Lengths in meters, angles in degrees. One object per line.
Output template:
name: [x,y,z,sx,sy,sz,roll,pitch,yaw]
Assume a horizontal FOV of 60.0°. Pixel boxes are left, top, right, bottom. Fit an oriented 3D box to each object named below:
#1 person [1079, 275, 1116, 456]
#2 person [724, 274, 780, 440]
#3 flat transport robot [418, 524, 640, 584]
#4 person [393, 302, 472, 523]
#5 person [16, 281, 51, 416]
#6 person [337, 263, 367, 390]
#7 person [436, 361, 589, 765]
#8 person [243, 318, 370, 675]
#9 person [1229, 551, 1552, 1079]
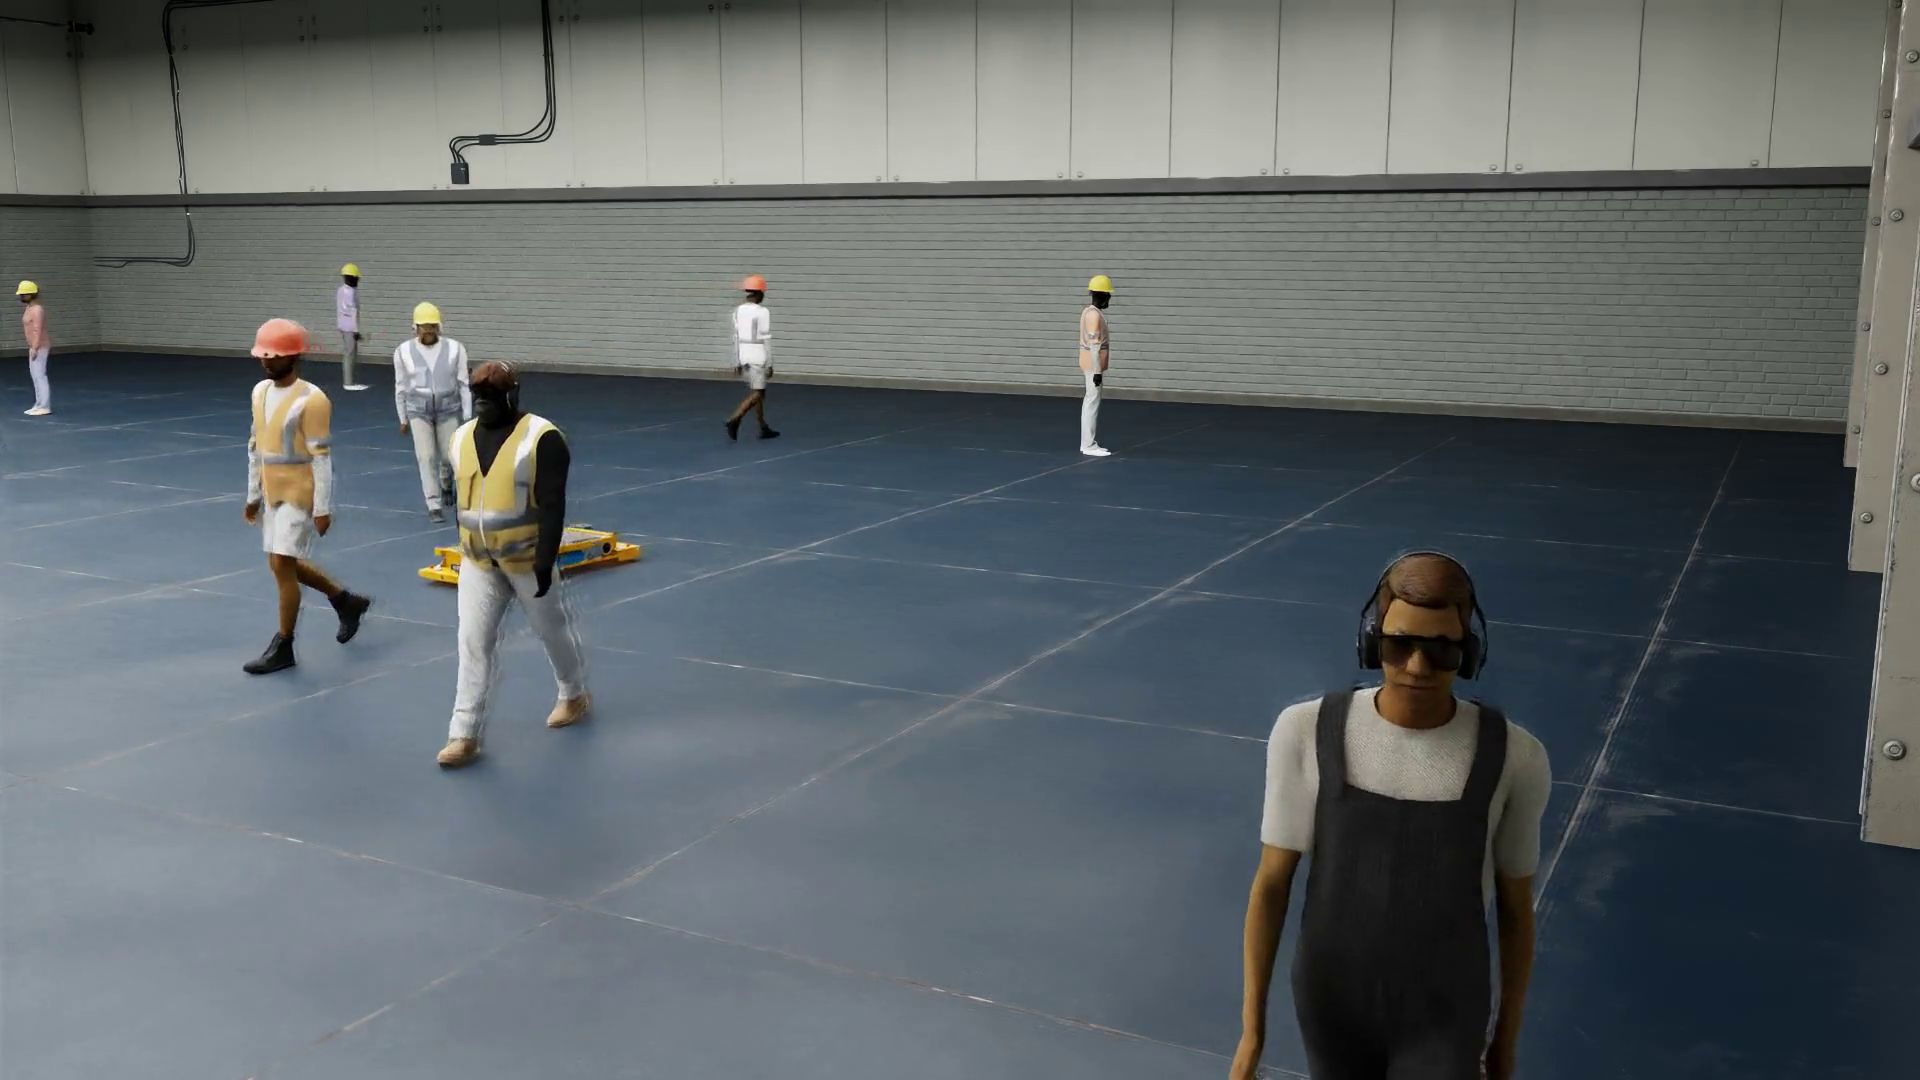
person: [1.468,-1.861,17.806,0.379,1.923,0.595,0,10,1]
person: [-2.397,-2.069,18.993,0.553,1.913,0.824,9,14,41]
flat transport robot: [-2.995,0.097,11.645,0.652,0.197,1.431,7,13,35]
person: [-4.362,-1.069,13.785,0.606,1.813,0.574,-4,11,-21]
person: [-12.125,-2.510,21.808,0.345,1.761,0.549,-9,13,-39]
person: [-9.272,-3.244,25.349,0.388,1.923,0.594,-6,12,-31]
person: [-2.065,0.070,7.662,0.626,1.798,0.995,3,11,15]
person: [-3.605,-0.257,9.086,0.575,1.915,0.746,7,13,35]
person: [0.794,0.906,3.096,0.516,1.795,0.980,4,11,22]
